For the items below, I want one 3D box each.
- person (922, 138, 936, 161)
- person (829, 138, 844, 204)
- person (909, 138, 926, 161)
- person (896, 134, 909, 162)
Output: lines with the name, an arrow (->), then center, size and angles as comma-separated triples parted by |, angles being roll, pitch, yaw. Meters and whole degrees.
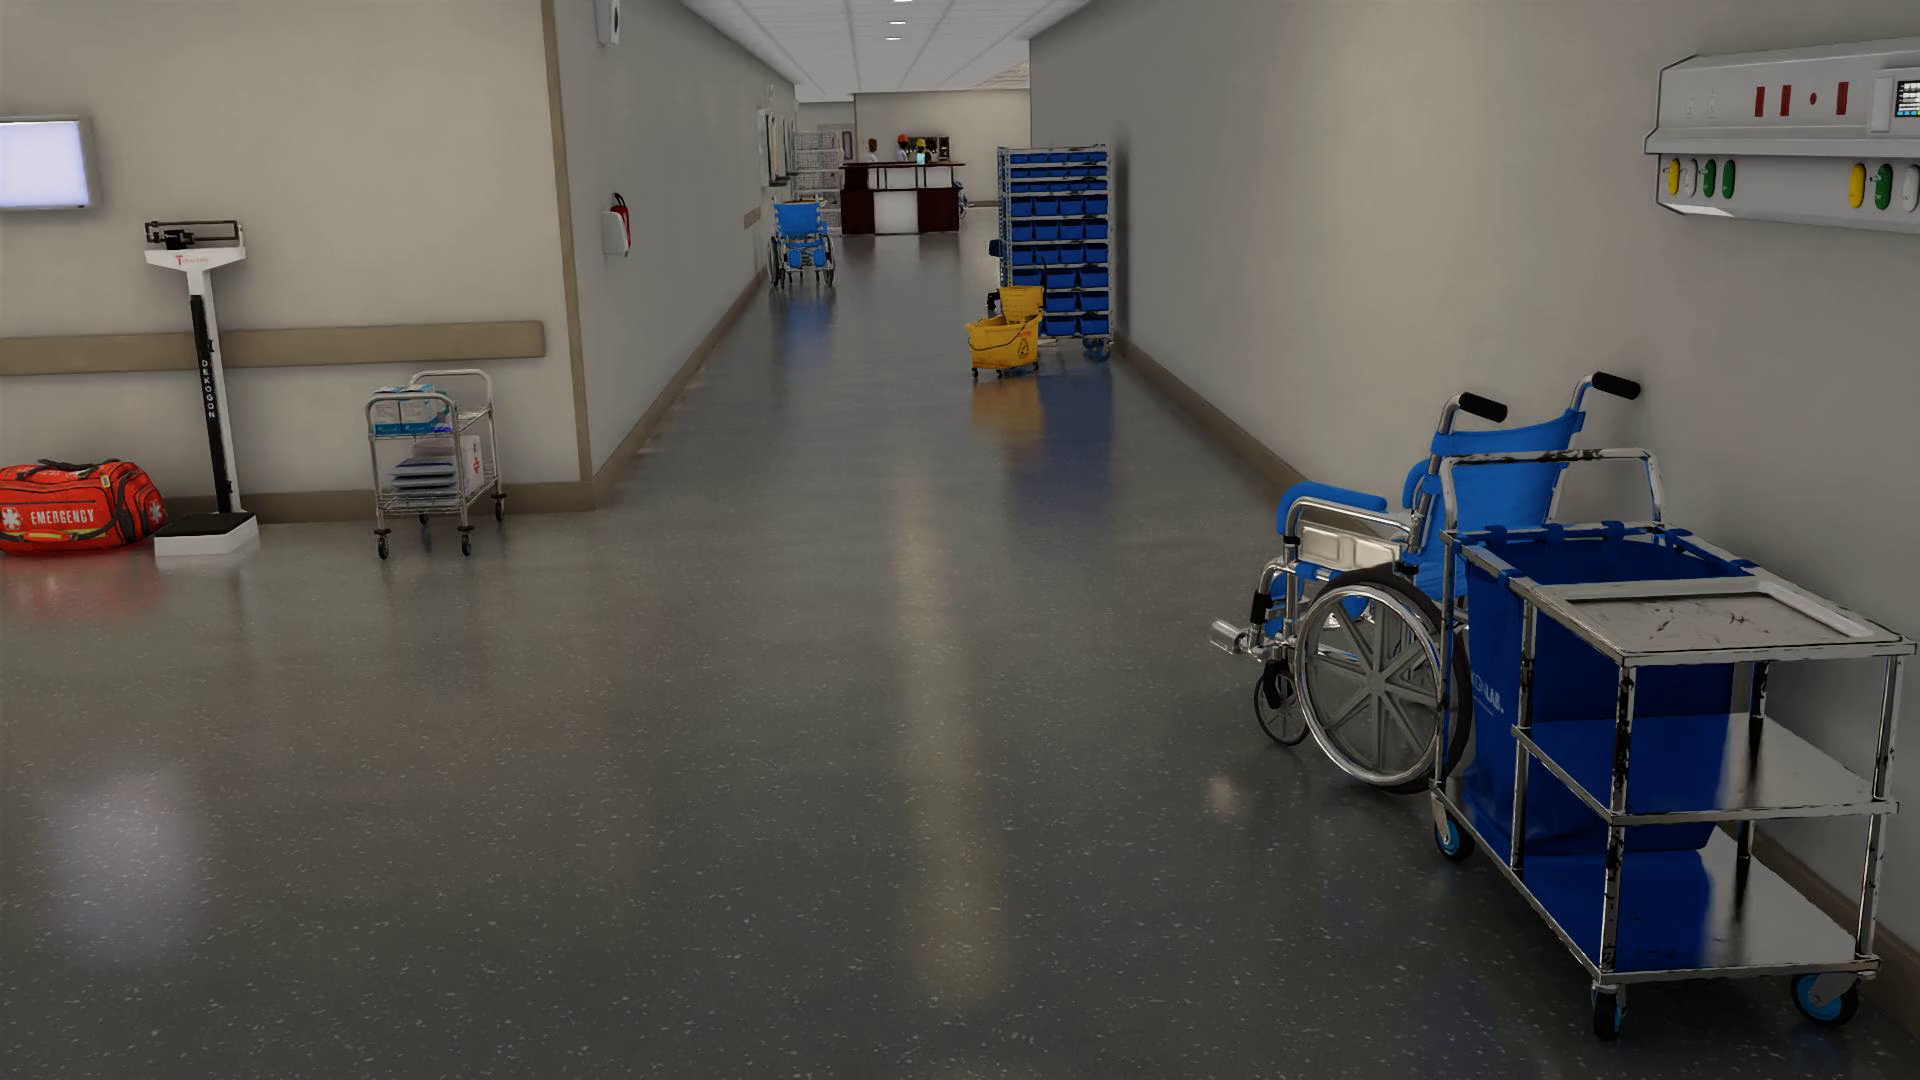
person -> -0.703, -8.467, 38.912 | 0.431, 1.834, 0.627 | 1, 14, 9
person -> -3.631, -10.830, 48.802 | 0.407, 1.908, 0.641 | 4, 15, 22
person -> -0.913, -8.620, 39.583 | 0.598, 1.824, 0.403 | -4, 14, -8
person -> -1.378, -8.924, 40.638 | 0.360, 1.938, 0.545 | -1, 14, 5
